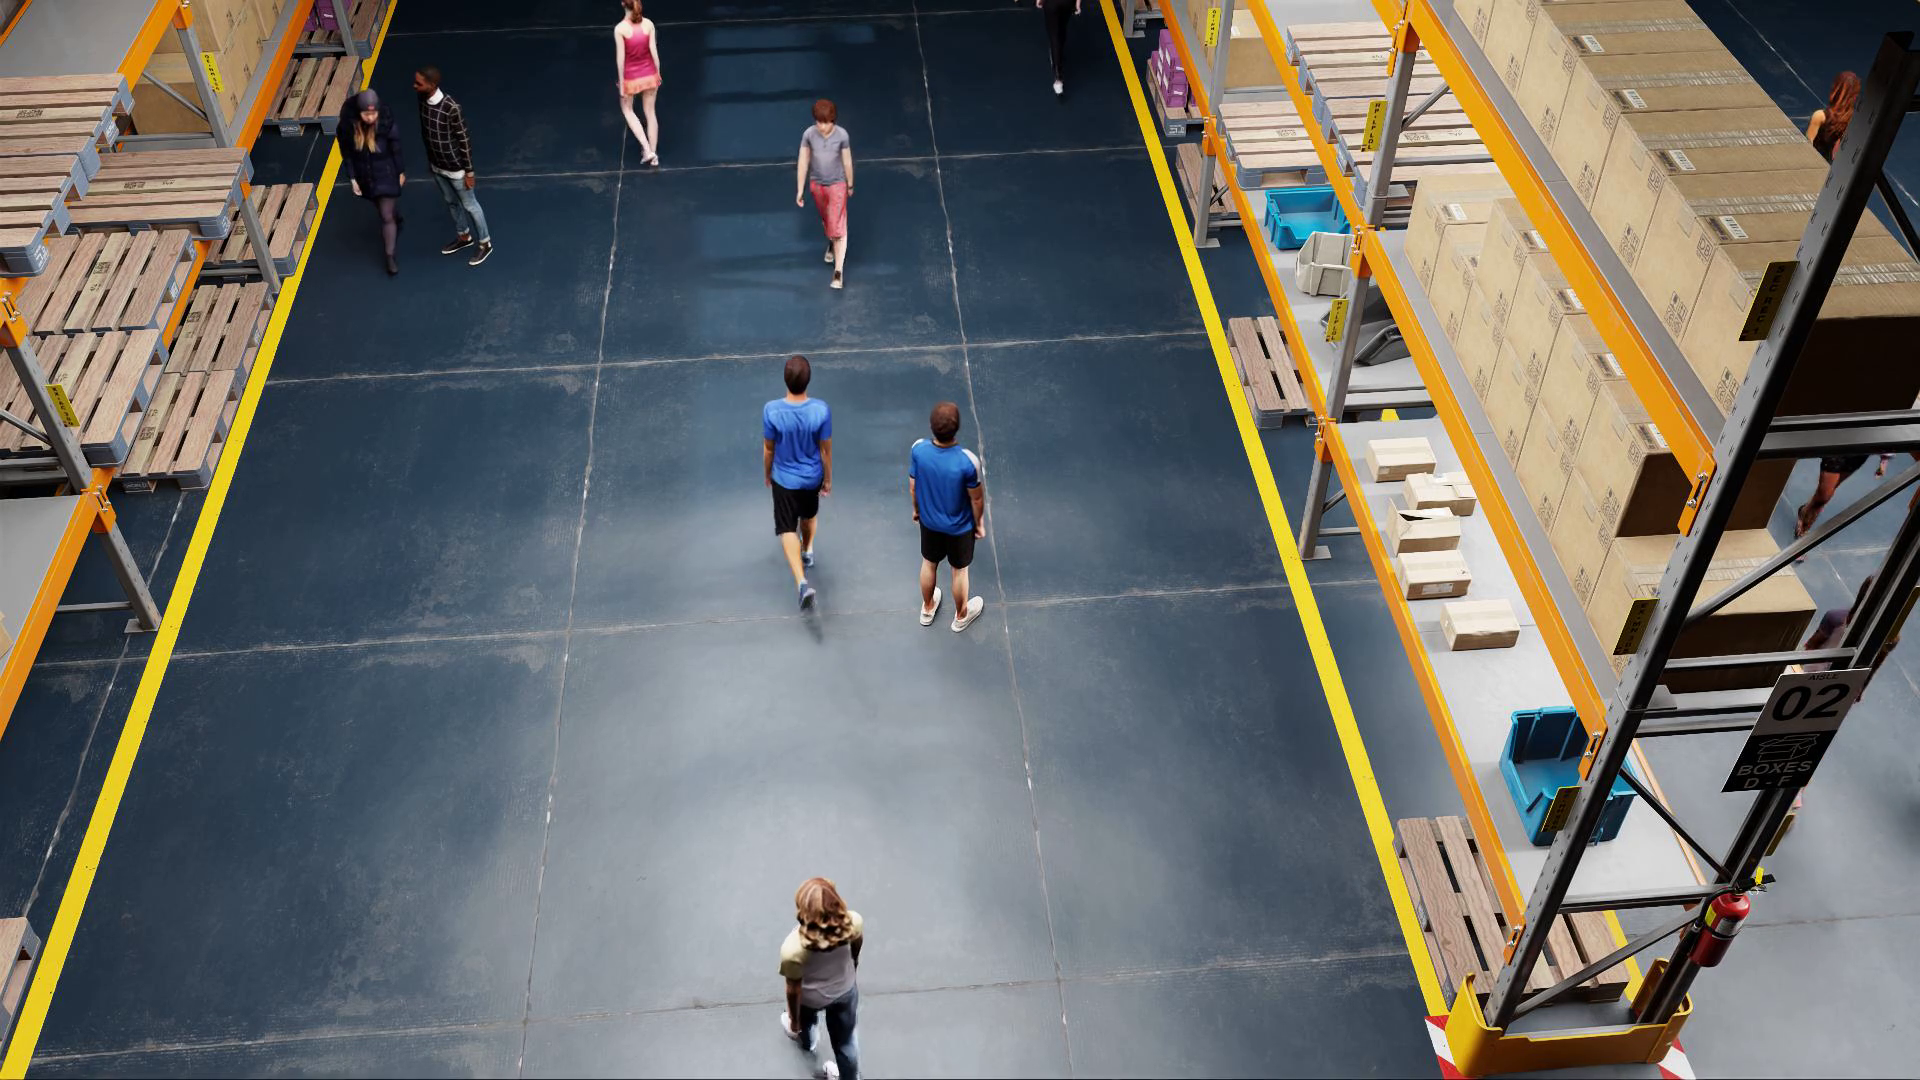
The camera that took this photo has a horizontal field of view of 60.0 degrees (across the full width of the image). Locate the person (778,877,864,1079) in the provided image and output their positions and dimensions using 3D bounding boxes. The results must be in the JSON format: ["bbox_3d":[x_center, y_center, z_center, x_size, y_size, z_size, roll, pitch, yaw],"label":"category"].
[{"bbox_3d":[-0.629,2.338,8.404,0.882,1.705,1.010,-24,49,-23],"label":"person"}]

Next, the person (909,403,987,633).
[{"bbox_3d":[-0.095,-0.151,10.900,0.742,1.866,0.720,13,45,14],"label":"person"}]

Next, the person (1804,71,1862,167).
[{"bbox_3d":[7.165,-3.028,13.949,0.683,1.825,0.863,-14,45,-14],"label":"person"}]

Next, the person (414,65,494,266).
[{"bbox_3d":[-4.317,-3.220,14.155,0.748,1.820,0.787,26,49,24],"label":"person"}]

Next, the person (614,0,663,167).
[{"bbox_3d":[-2.914,-4.190,15.226,0.710,1.747,0.785,-21,48,-21],"label":"person"}]

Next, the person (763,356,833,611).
[{"bbox_3d":[-1.067,-0.356,11.135,0.735,1.838,1.177,-9,44,-9],"label":"person"}]

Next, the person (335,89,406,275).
[{"bbox_3d":[-5.004,-3.162,14.240,0.660,1.618,1.043,1,44,1],"label":"person"}]

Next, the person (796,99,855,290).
[{"bbox_3d":[-1.107,-3.043,14.117,0.774,1.616,1.100,7,44,7],"label":"person"}]

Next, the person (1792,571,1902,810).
[{"bbox_3d":[5.178,0.906,9.912,0.768,1.699,1.096,5,44,5],"label":"person"}]

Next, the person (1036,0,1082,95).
[{"bbox_3d":[0.976,-5.233,16.357,0.622,1.697,1.166,-1,44,-1],"label":"person"}]
